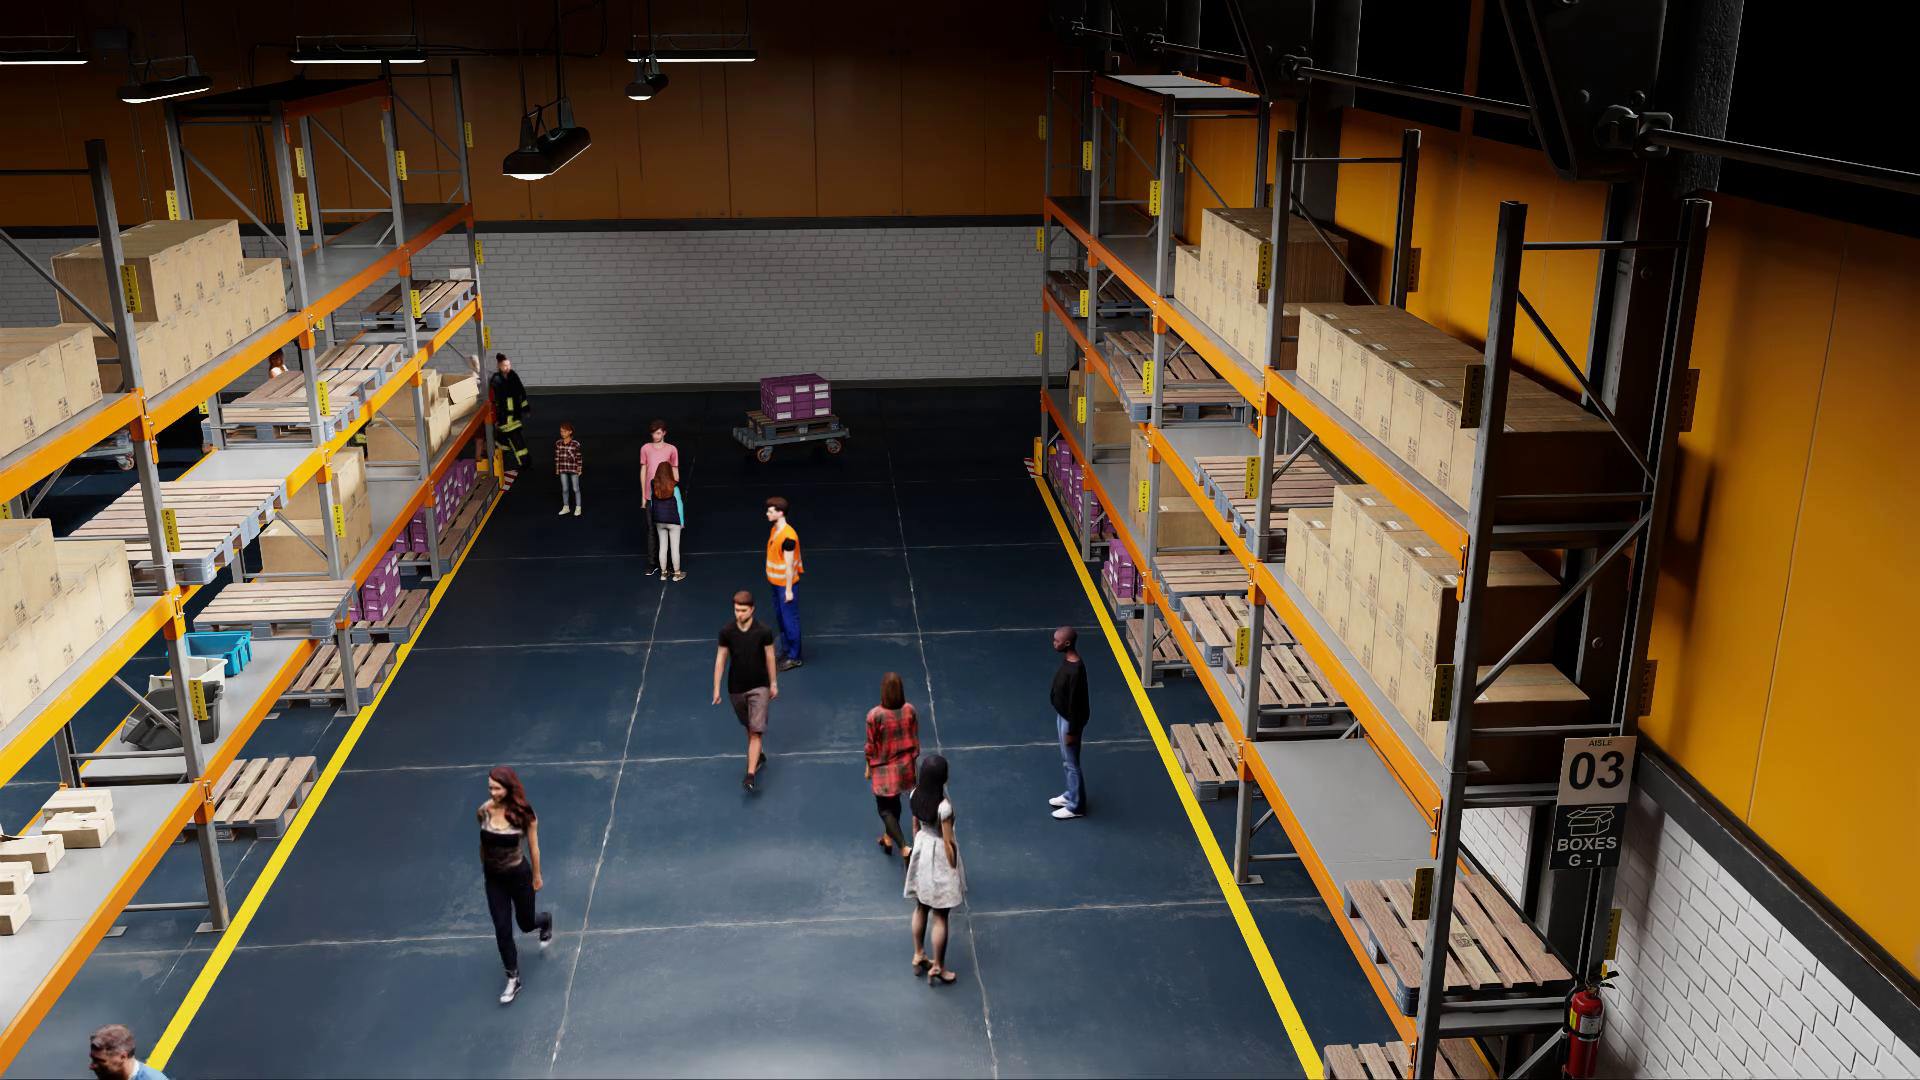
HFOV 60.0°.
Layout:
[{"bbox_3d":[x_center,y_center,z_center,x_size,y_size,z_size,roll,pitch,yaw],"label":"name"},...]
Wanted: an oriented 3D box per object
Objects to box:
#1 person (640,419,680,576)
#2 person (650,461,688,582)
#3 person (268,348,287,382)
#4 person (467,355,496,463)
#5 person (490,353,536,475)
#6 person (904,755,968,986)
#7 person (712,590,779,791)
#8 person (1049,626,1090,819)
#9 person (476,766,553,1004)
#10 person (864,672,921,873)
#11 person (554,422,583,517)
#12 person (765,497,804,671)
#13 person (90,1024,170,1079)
[{"bbox_3d":[-3.688,-0.547,20.485,0.619,1.963,0.529,-1,19,-4],"label":"person"},{"bbox_3d":[-3.568,-0.240,20.298,0.660,1.501,0.688,6,19,16],"label":"person"},{"bbox_3d":[-10.261,-2.041,25.204,0.686,1.784,0.508,1,19,3],"label":"person"},{"bbox_3d":[-7.324,-1.937,25.057,0.809,1.680,0.736,-13,23,-35],"label":"person"},{"bbox_3d":[-6.773,-1.894,24.708,1.167,1.820,1.198,7,20,19],"label":"person"},{"bbox_3d":[-0.193,2.385,12.080,0.841,1.771,0.760,-16,24,-39],"label":"person"},{"bbox_3d":[-1.898,1.311,15.192,0.890,1.819,1.221,3,19,8],"label":"person"},{"bbox_3d":[0.981,1.574,14.533,0.668,1.743,0.487,-3,19,-9],"label":"person"},{"bbox_3d":[-3.214,2.415,12.022,0.765,1.751,1.051,3,19,9],"label":"person"},{"bbox_3d":[-0.522,1.922,13.599,0.882,1.679,1.117,-10,21,-27],"label":"person"},{"bbox_3d":[-5.363,-0.988,22.825,0.576,1.305,0.566,3,19,7],"label":"person"},{"bbox_3d":[-1.857,0.444,17.673,0.806,1.880,0.682,-8,20,-23],"label":"person"},{"bbox_3d":[-4.372,3.379,9.101,0.900,1.790,1.084,6,19,16],"label":"person"}]
